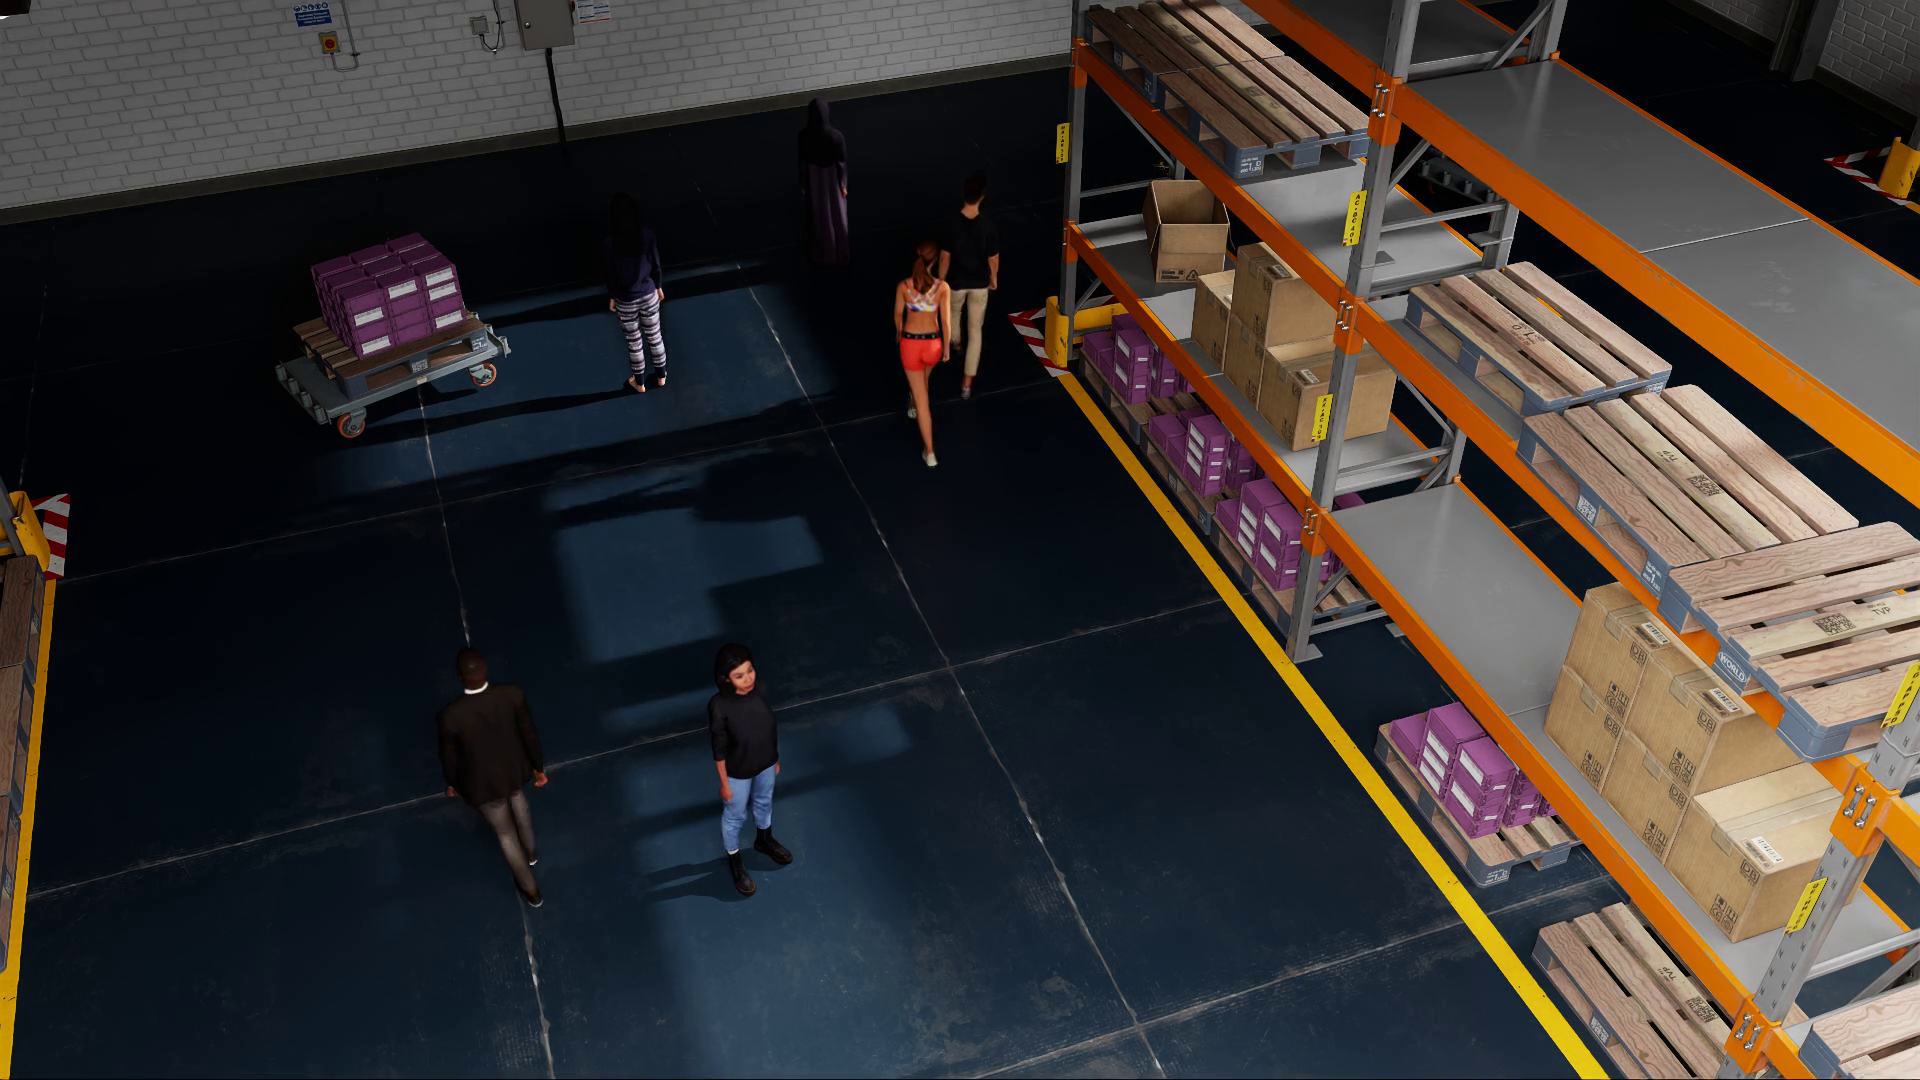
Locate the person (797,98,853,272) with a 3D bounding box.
[{"bbox_3d":[-1.227,-3.197,14.908,0.707,1.615,0.733,6,39,7],"label":"person"}]

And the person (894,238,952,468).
[{"bbox_3d":[-0.288,-1.364,12.517,0.721,1.733,1.220,-6,39,-8],"label":"person"}]

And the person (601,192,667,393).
[{"bbox_3d":[-2.594,-1.976,13.283,0.628,1.734,0.542,-17,42,-20],"label":"person"}]

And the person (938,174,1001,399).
[{"bbox_3d":[0.070,-1.970,13.216,0.937,1.808,1.218,0,39,0],"label":"person"}]

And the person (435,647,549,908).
[{"bbox_3d":[-2.482,1.347,9.083,0.796,1.783,0.886,-27,46,-30],"label":"person"}]

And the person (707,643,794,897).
[{"bbox_3d":[-1.194,1.247,9.273,0.672,1.701,0.655,30,48,32],"label":"person"}]
